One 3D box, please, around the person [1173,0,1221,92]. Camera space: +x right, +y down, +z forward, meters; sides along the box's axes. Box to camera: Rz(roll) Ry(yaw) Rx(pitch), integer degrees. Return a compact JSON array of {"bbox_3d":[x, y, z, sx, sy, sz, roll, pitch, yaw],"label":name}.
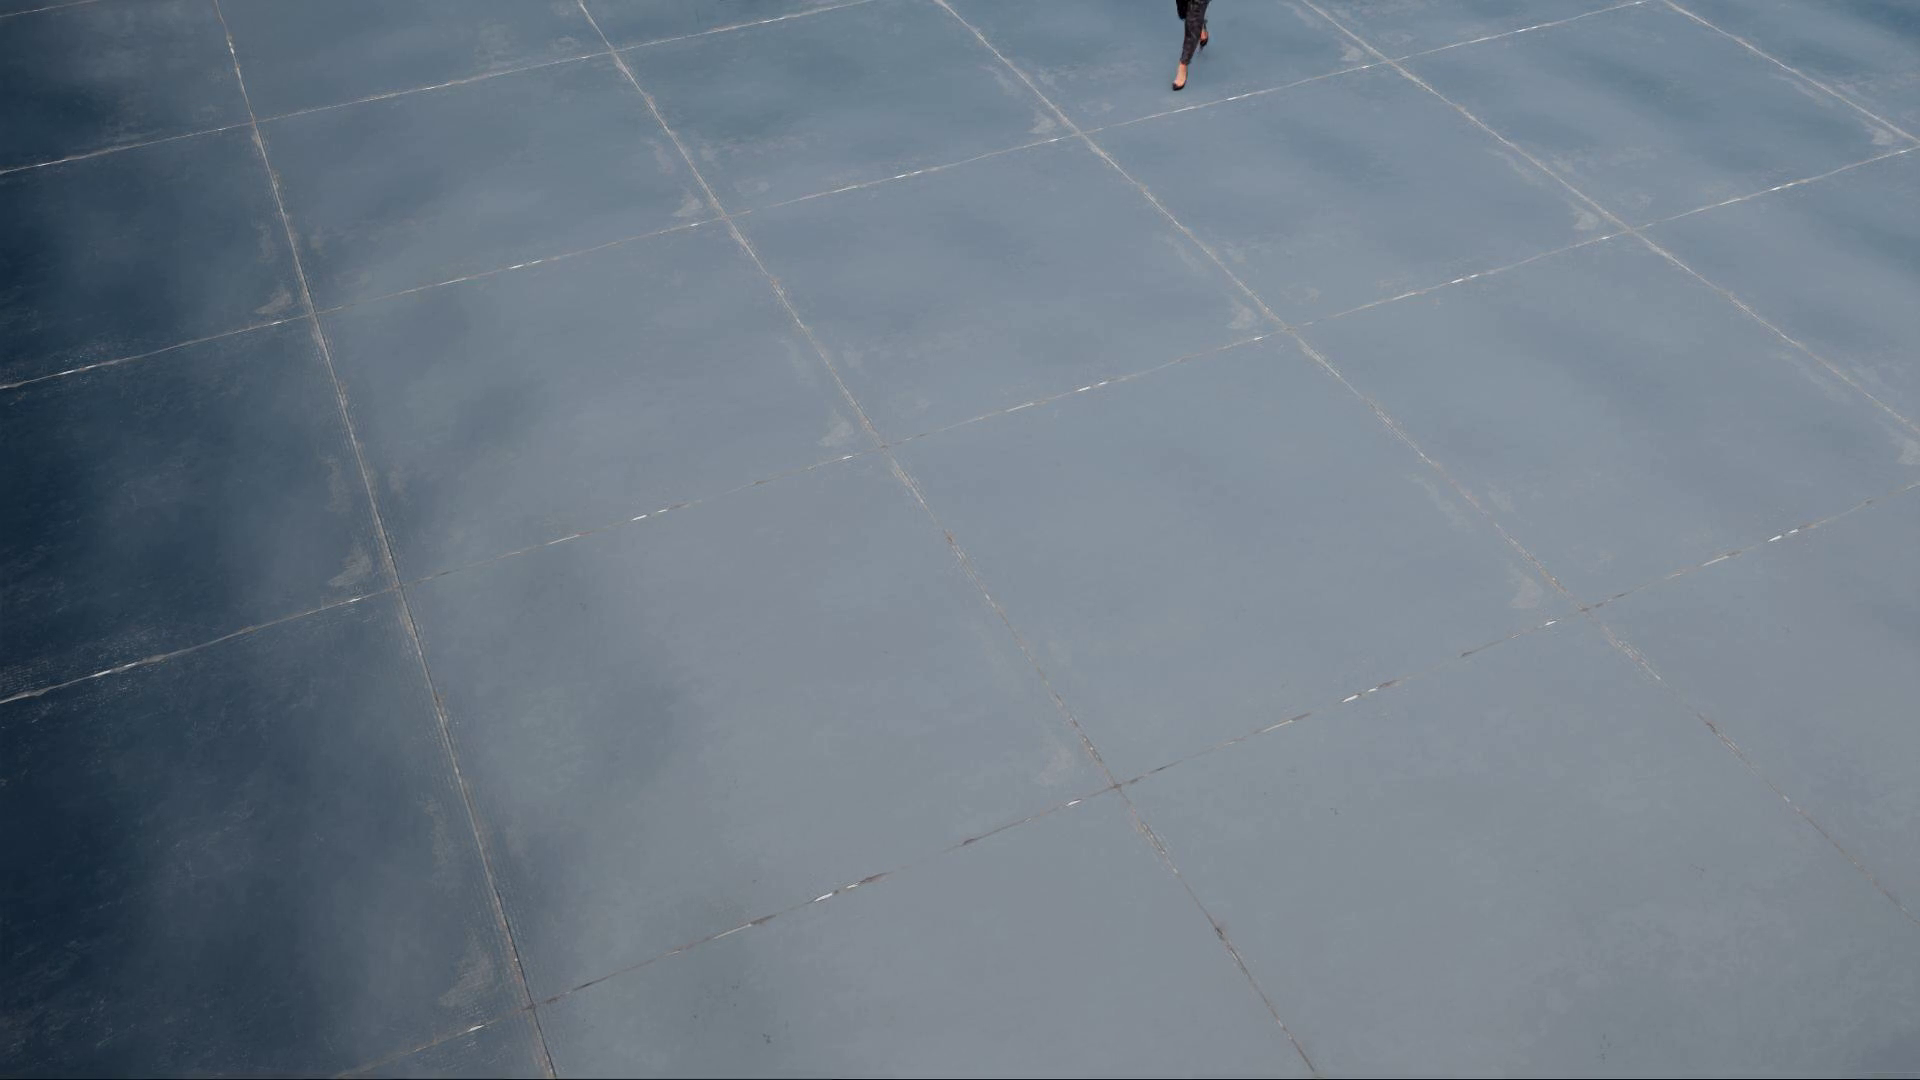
[{"bbox_3d":[1.935,-4.589,13.551,1.090,1.692,1.088,18,45,19],"label":"person"}]
